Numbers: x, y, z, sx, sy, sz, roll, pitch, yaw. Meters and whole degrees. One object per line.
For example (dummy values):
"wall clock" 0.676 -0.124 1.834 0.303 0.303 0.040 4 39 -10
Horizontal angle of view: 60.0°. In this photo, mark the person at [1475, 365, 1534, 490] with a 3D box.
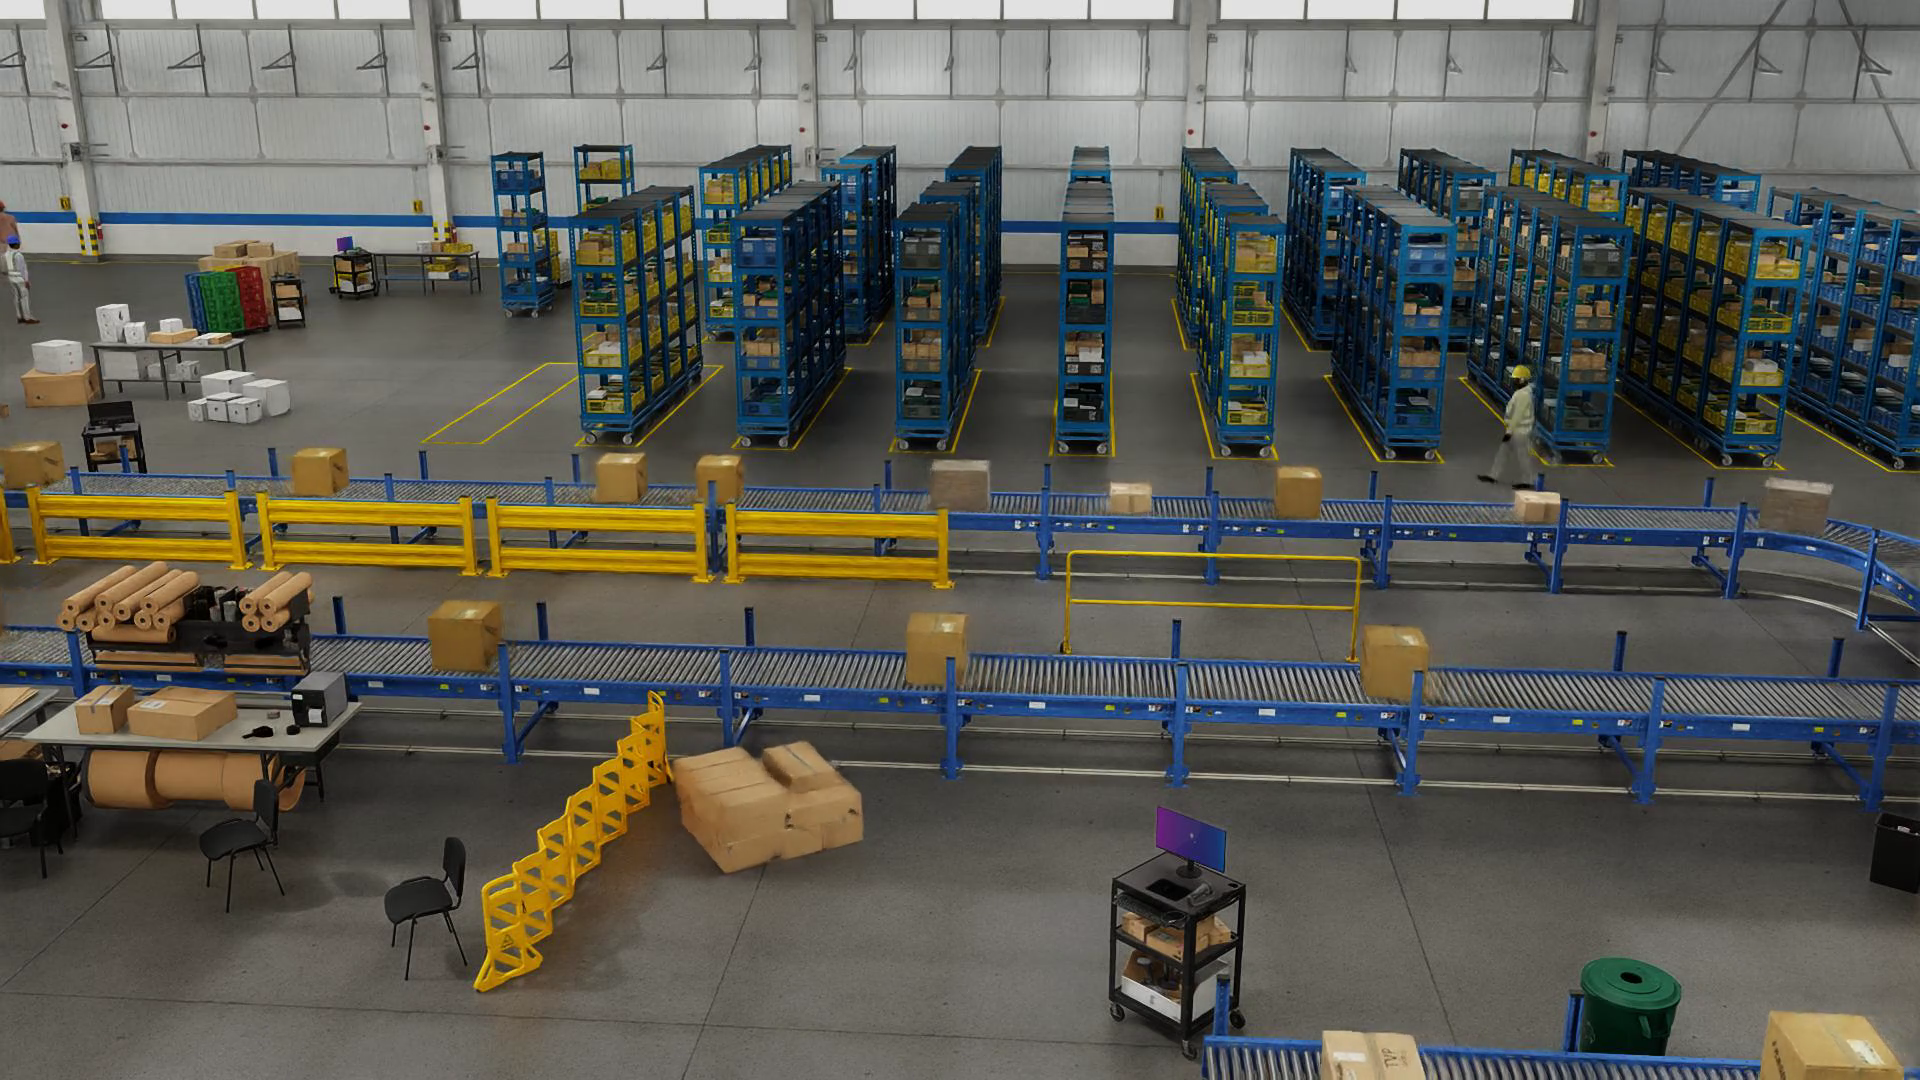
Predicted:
"person" 7.825 -1.594 23.667 0.867 1.790 0.608 3 18 11

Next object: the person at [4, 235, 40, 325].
"person" -20.612 -5.698 36.447 0.604 1.951 0.380 11 20 30

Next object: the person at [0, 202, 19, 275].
"person" -24.747 -7.801 43.118 0.635 1.938 1.006 -15 23 -39
